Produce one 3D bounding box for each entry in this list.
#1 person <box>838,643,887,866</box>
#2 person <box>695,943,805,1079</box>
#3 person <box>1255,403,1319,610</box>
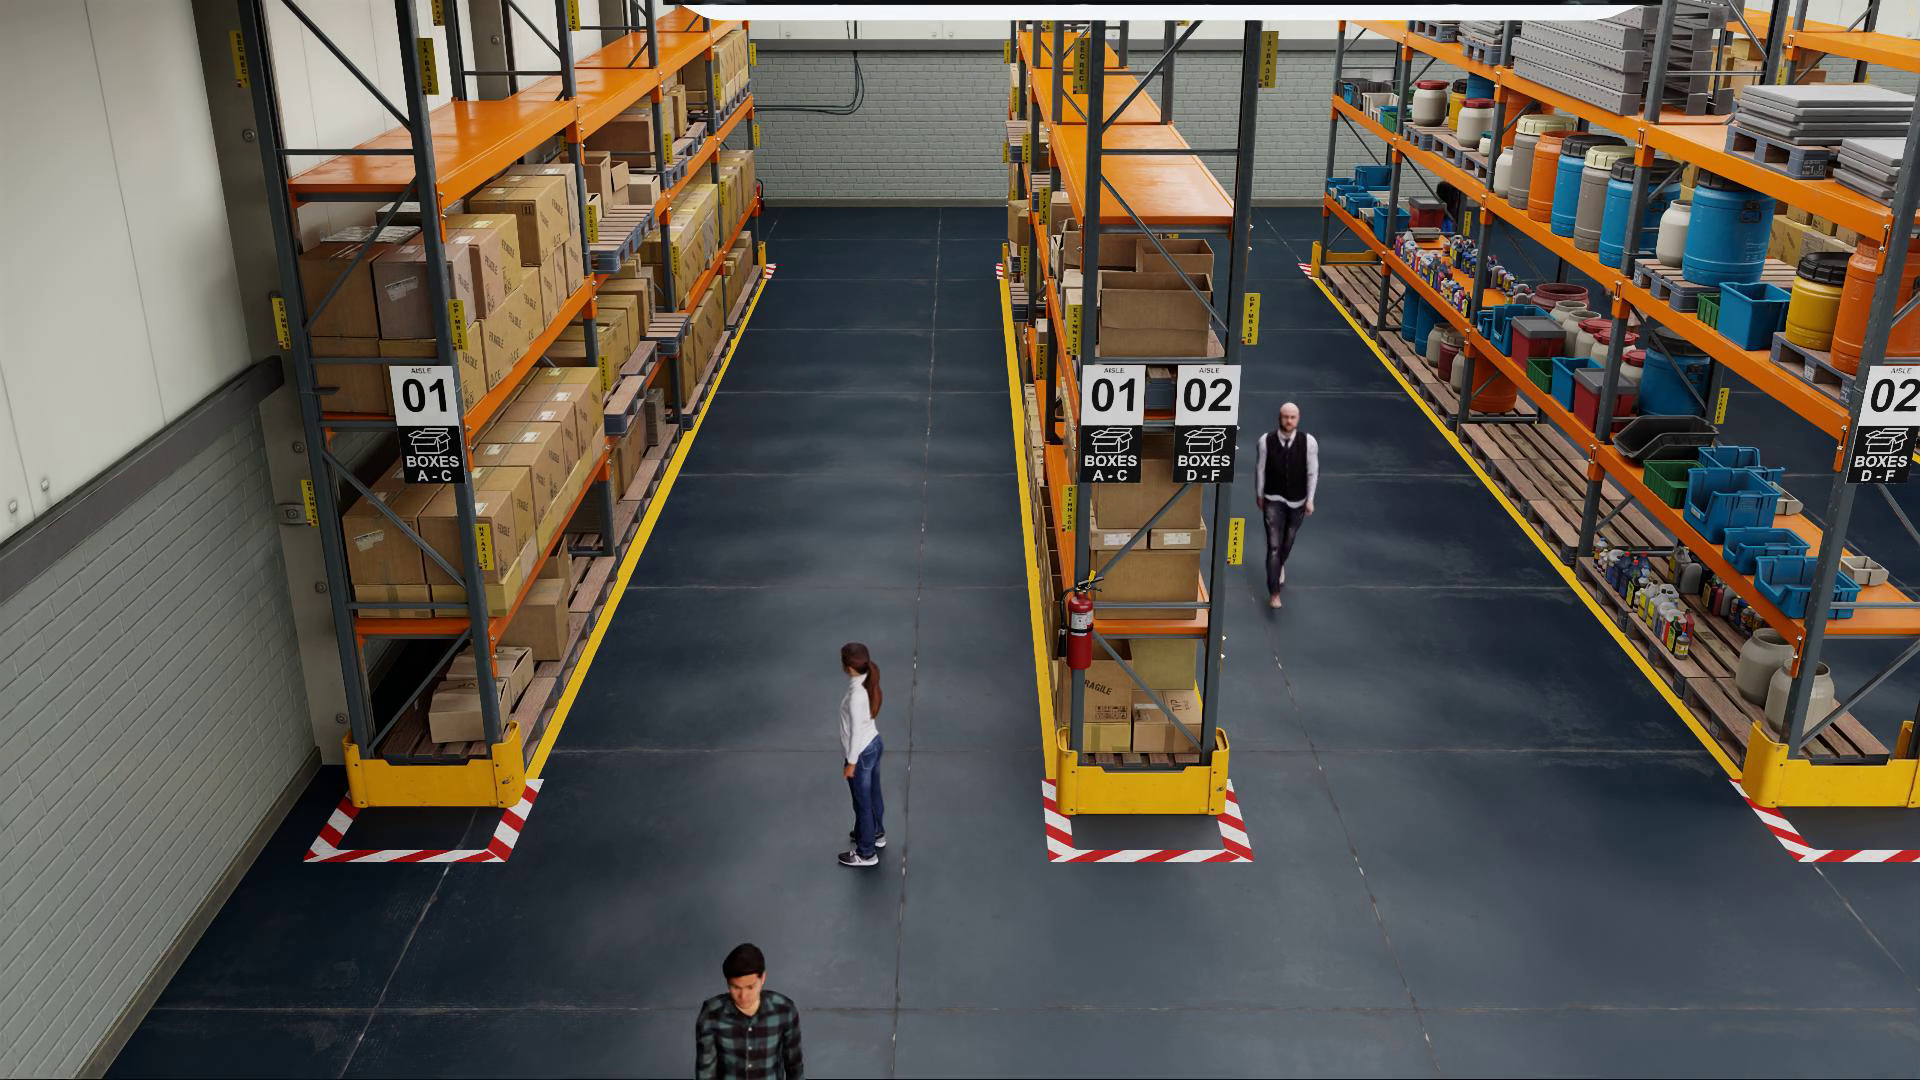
[{"bbox_3d":[-0.623,1.369,10.789,0.652,1.557,0.537,6,23,15],"label":"person"},{"bbox_3d":[-0.971,2.570,7.779,0.751,1.698,0.936,-3,22,-6],"label":"person"},{"bbox_3d":[2.883,-0.345,14.702,0.773,1.768,1.265,3,22,6],"label":"person"}]
